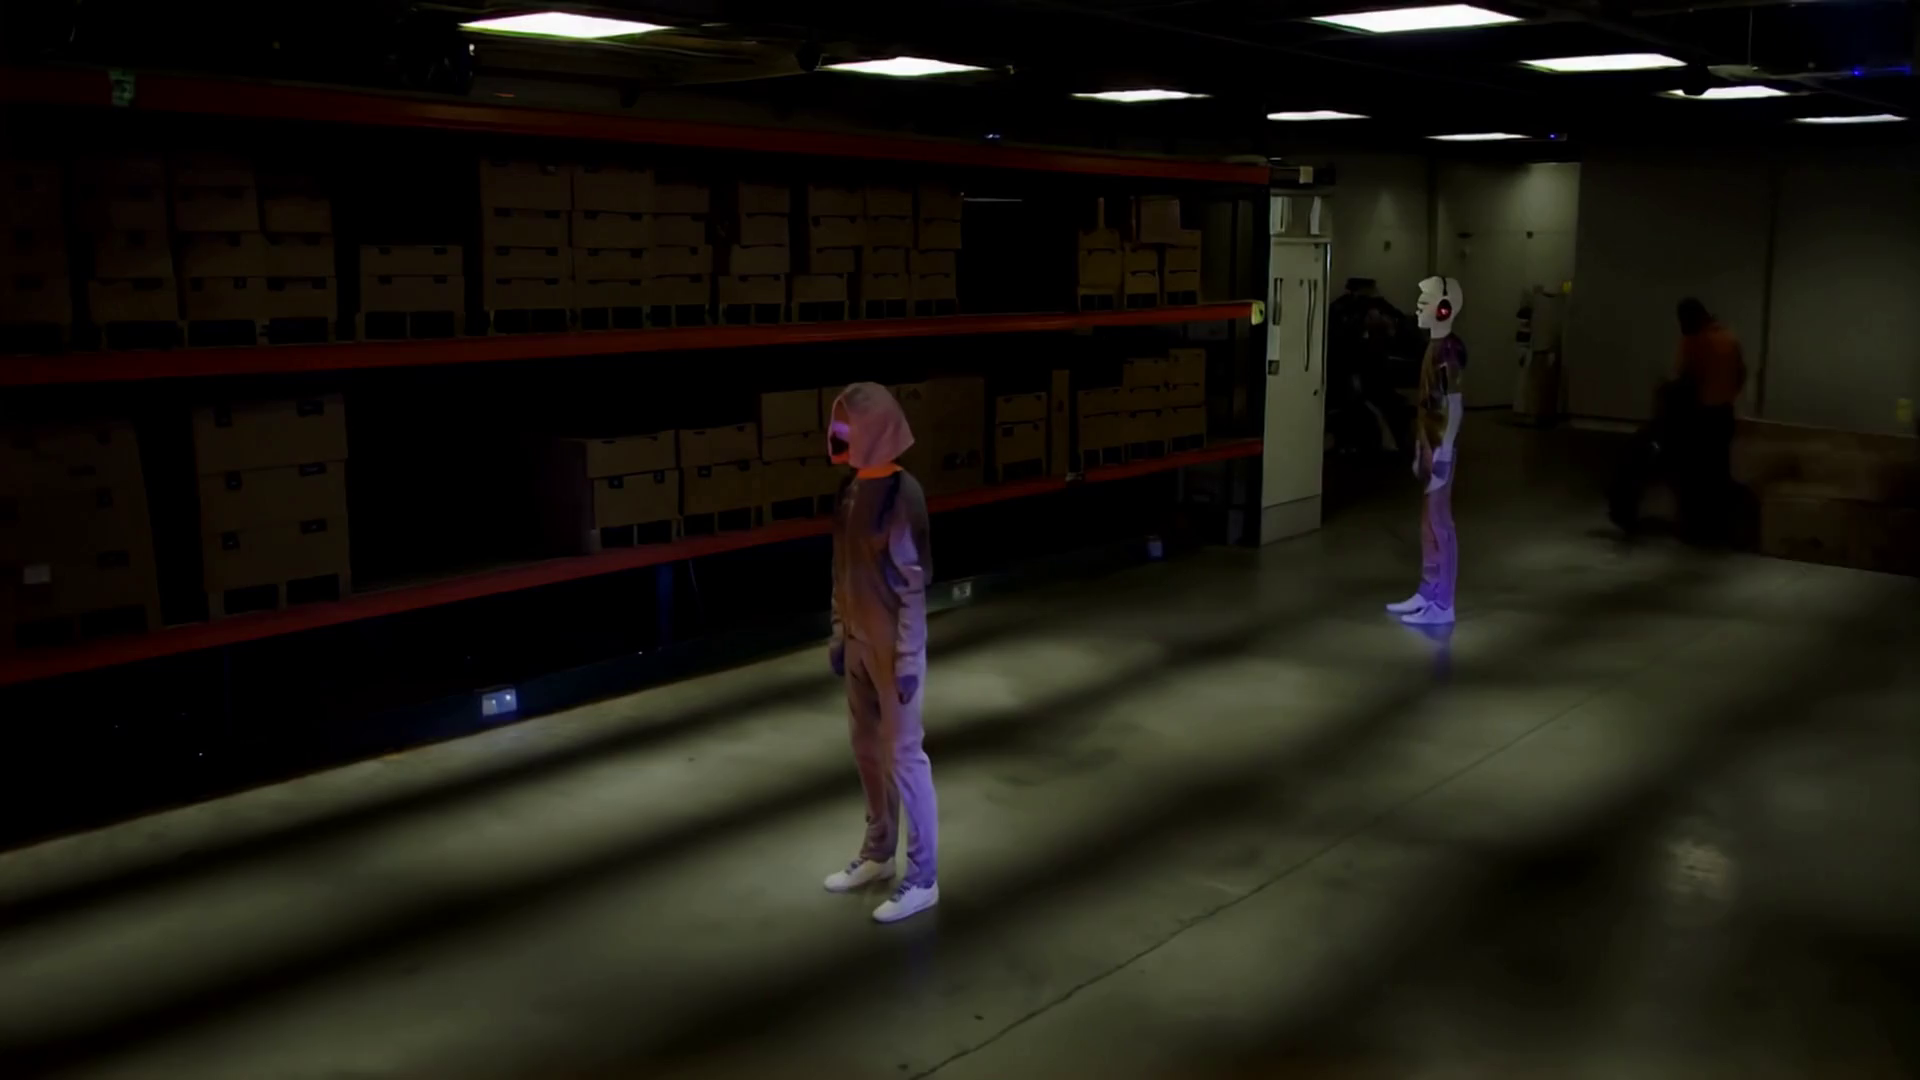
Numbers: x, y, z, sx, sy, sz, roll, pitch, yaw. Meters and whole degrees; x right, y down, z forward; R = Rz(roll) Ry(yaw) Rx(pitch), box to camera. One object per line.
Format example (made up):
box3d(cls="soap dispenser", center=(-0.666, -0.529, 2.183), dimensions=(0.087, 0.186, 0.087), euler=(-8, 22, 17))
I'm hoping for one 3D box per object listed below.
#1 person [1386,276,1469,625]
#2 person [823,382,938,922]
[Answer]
box3d(cls="person", center=(2.541, -0.476, 8.958), dimensions=(0.328, 1.872, 0.511), euler=(0, 10, 1))
box3d(cls="person", center=(-0.253, 0.331, 5.061), dimensions=(0.288, 1.626, 0.497), euler=(-6, 12, -31))
